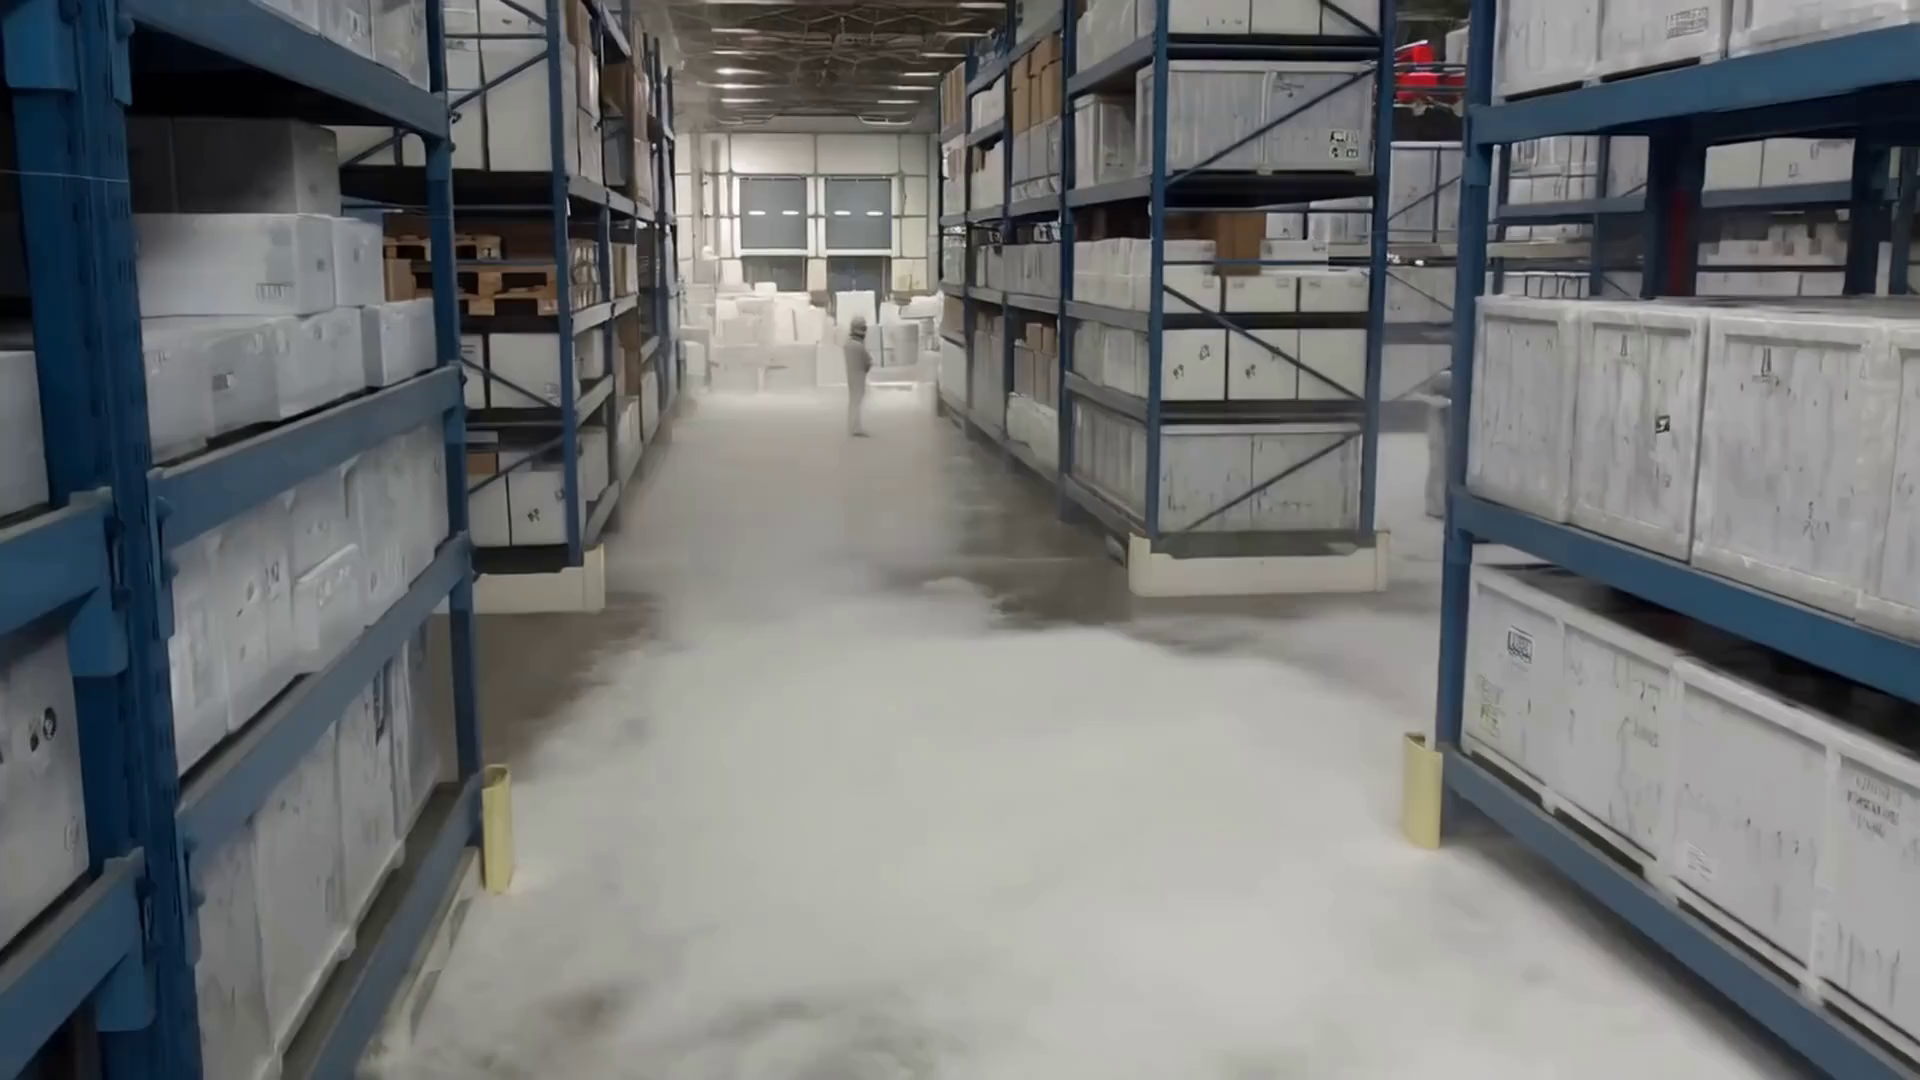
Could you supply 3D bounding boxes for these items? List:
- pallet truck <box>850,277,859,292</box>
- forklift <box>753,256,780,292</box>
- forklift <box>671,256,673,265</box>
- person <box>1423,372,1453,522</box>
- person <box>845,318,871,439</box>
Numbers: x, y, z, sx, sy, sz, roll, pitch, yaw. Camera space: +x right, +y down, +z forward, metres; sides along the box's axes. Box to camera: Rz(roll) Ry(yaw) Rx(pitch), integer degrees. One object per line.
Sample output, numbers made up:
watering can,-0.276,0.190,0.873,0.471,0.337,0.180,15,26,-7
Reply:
pallet truck,-3.782,-9.391,65.808,1.885,1.965,0.823,2,10,10
forklift,-7.116,-9.078,61.416,1.129,2.768,1.873,-6,12,-33
forklift,-10.987,-9.066,61.344,1.129,2.768,1.873,-1,10,-7
person,5.245,-1.016,18.103,0.266,1.631,0.507,-1,10,-7
person,-1.607,-2.546,26.219,0.403,1.906,0.651,-1,10,-7
